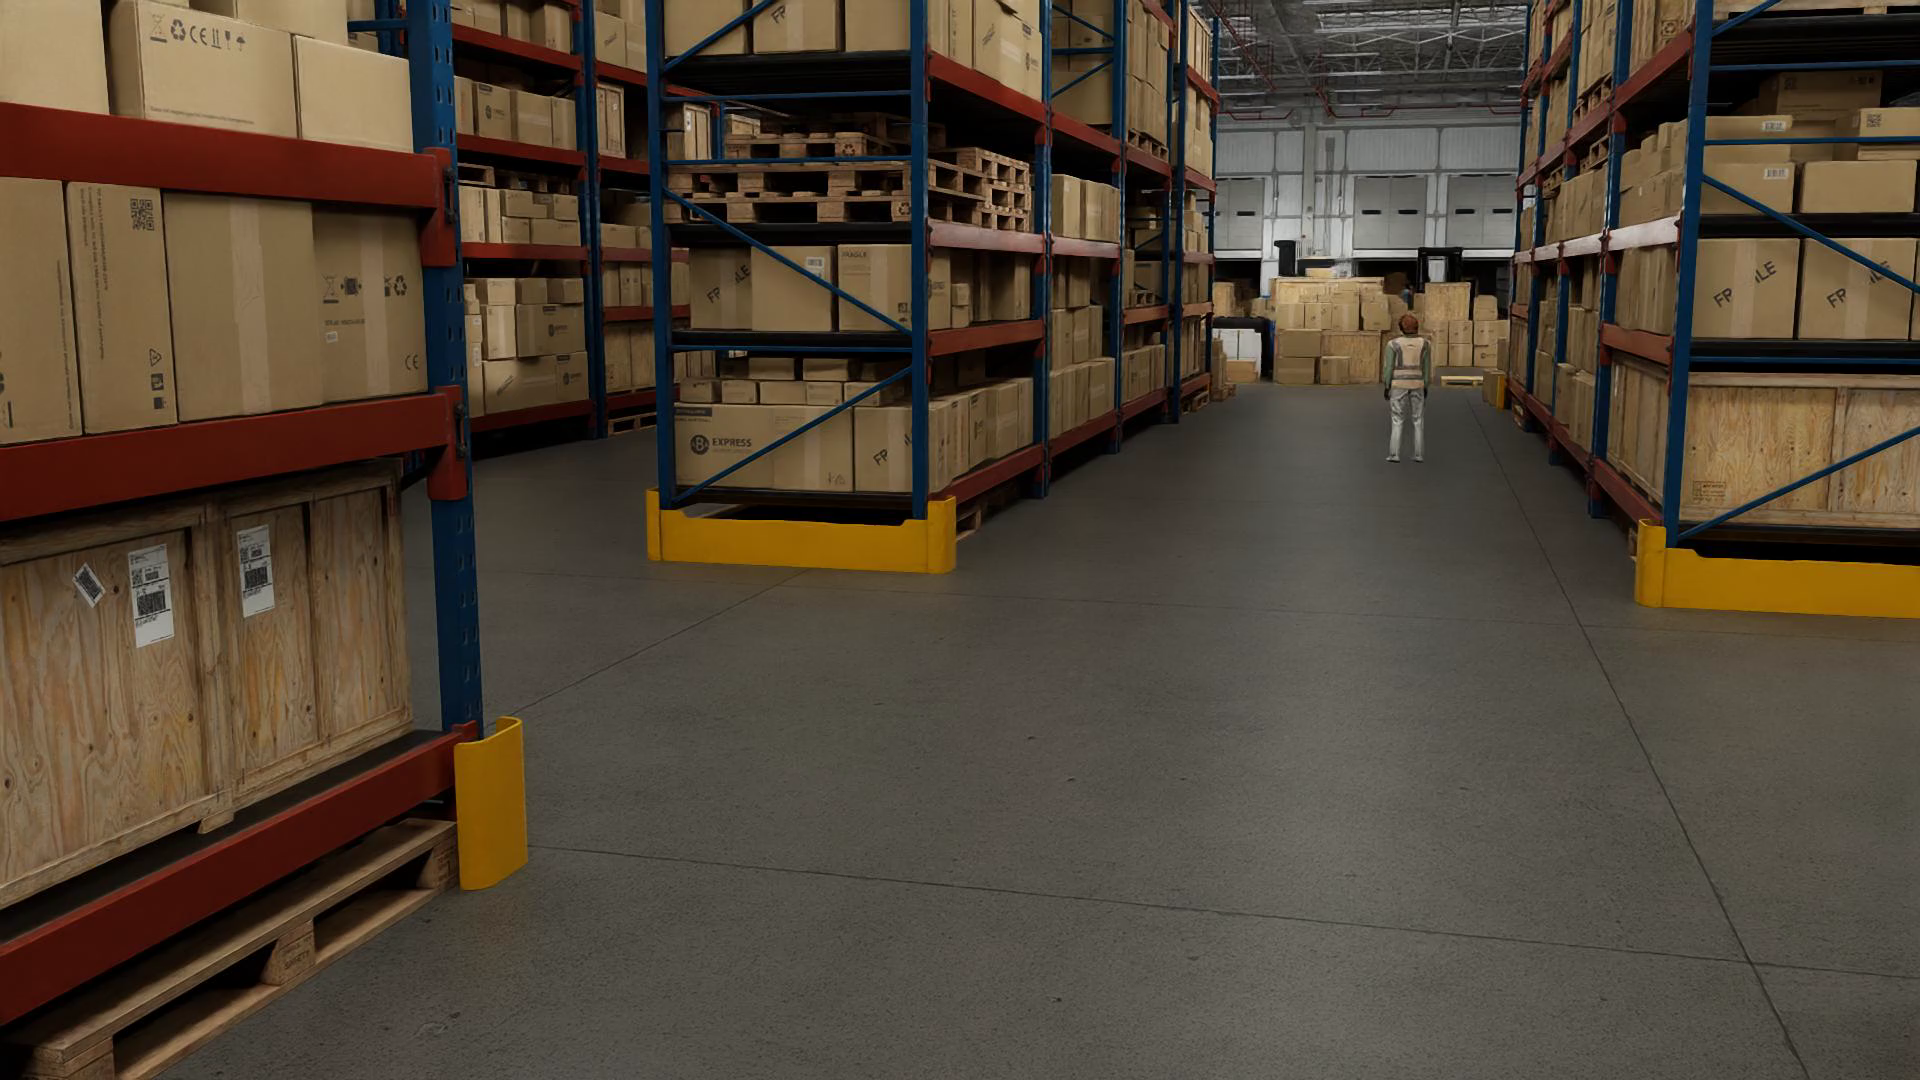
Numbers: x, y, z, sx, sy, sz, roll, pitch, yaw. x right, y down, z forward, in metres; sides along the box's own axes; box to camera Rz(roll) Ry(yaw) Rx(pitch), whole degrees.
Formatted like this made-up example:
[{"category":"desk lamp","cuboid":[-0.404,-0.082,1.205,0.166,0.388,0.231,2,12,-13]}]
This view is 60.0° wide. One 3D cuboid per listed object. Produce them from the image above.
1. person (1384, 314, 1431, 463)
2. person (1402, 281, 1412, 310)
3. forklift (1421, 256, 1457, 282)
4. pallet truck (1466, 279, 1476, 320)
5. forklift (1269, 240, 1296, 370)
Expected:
[{"category":"person","cuboid":[4.917,-1.660,18.286,0.512,1.630,0.317,0,9,-3]},{"category":"person","cuboid":[15.036,-7.749,55.984,0.360,1.938,0.635,0,9,2]},{"category":"forklift","cuboid":[12.457,-6.235,43.383,1.129,2.768,1.873,2,9,15]},{"category":"pallet truck","cuboid":[18.896,-8.459,60.307,1.885,1.965,0.823,5,10,31]},{"category":"forklift","cuboid":[6.983,-5.037,35.774,1.873,2.768,1.129,2,9,15]}]
